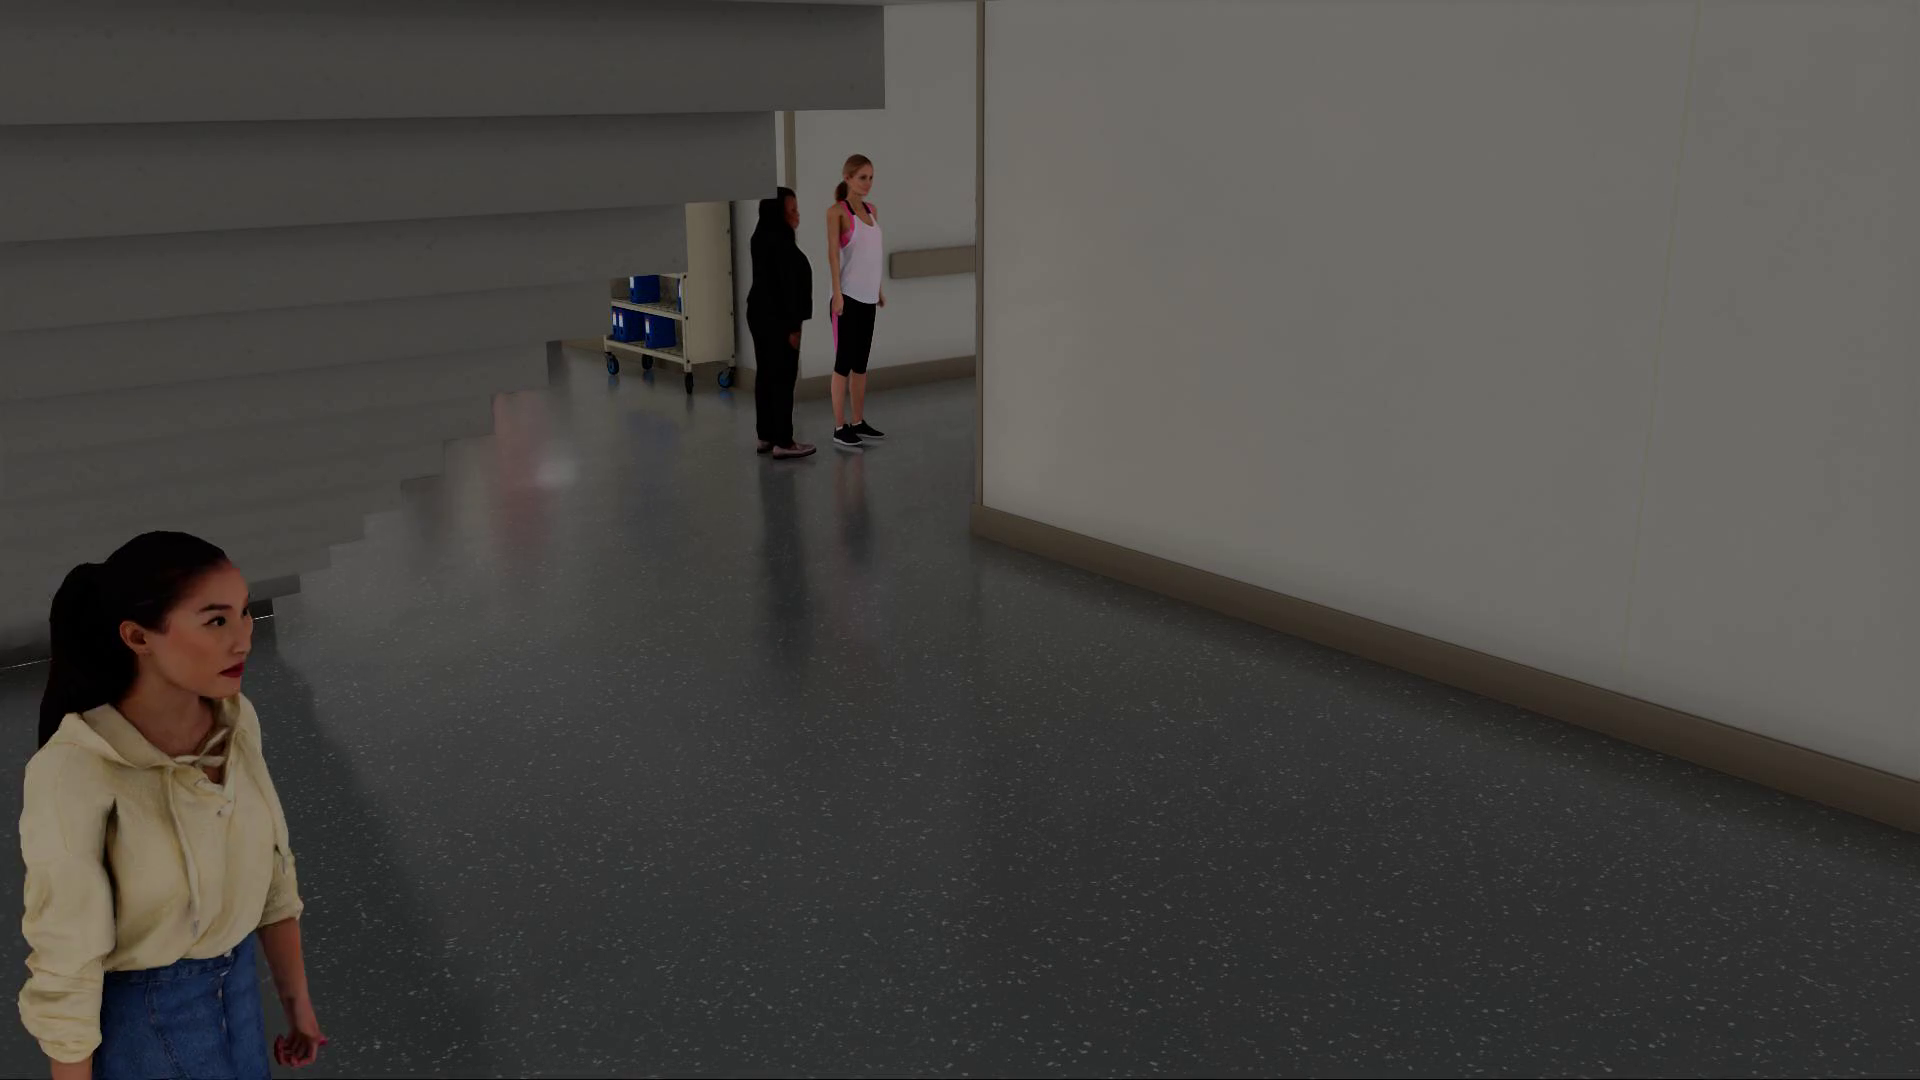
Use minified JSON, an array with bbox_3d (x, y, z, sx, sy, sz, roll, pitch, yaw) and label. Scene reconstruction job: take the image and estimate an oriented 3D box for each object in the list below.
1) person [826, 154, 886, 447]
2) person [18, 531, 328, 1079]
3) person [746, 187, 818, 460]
[{"bbox_3d":[-0.670,-1.502,10.403,0.595,1.787,0.654,11,19,35],"label":"person"},{"bbox_3d":[-1.301,0.780,2.634,0.792,1.610,0.750,4,16,13],"label":"person"},{"bbox_3d":[-1.111,-1.311,10.051,0.740,1.611,0.617,-9,18,-28],"label":"person"}]
